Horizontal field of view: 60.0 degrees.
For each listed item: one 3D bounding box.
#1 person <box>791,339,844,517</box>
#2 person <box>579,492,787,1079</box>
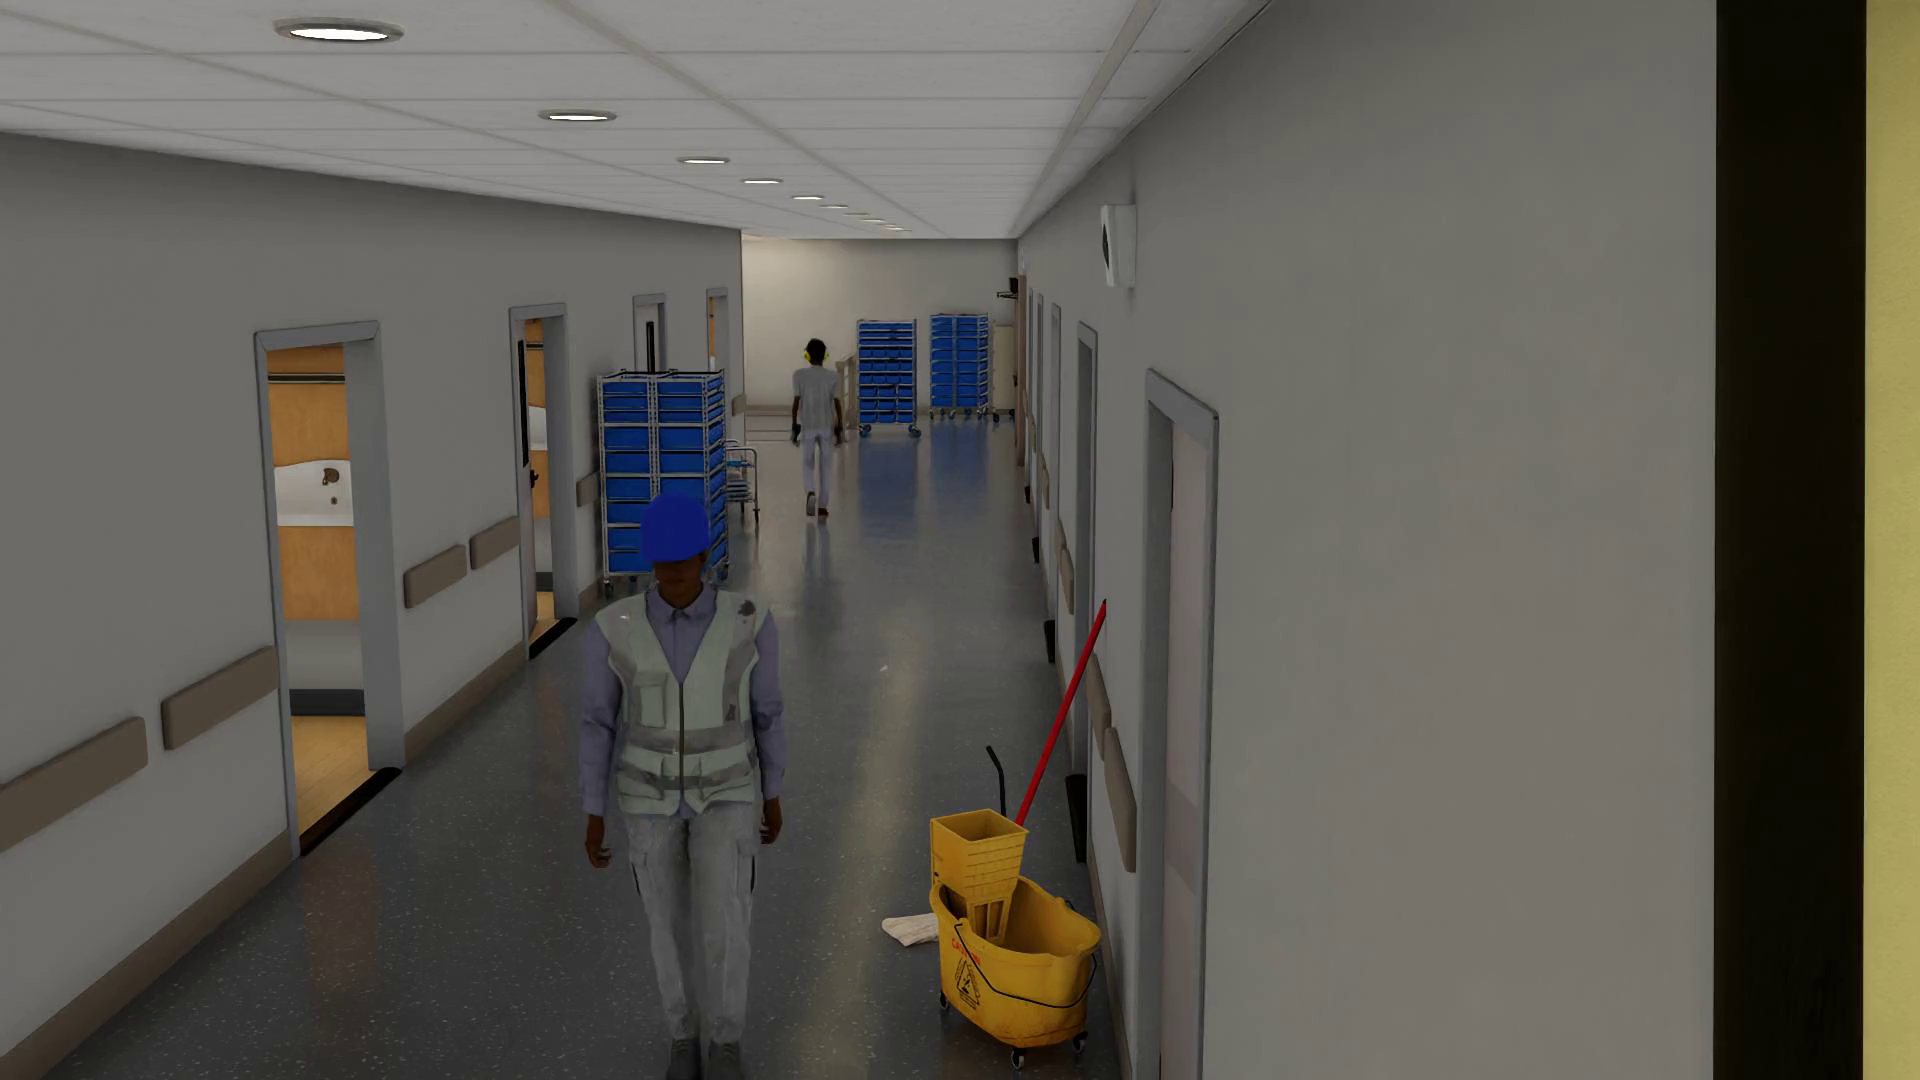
[{"bbox_3d":[-1.456,-1.131,17.010,0.562,1.848,0.490,-1,9,-3],"label":"person"},{"bbox_3d":[-0.859,0.809,5.147,0.639,1.922,0.558,-1,9,-4],"label":"person"}]
